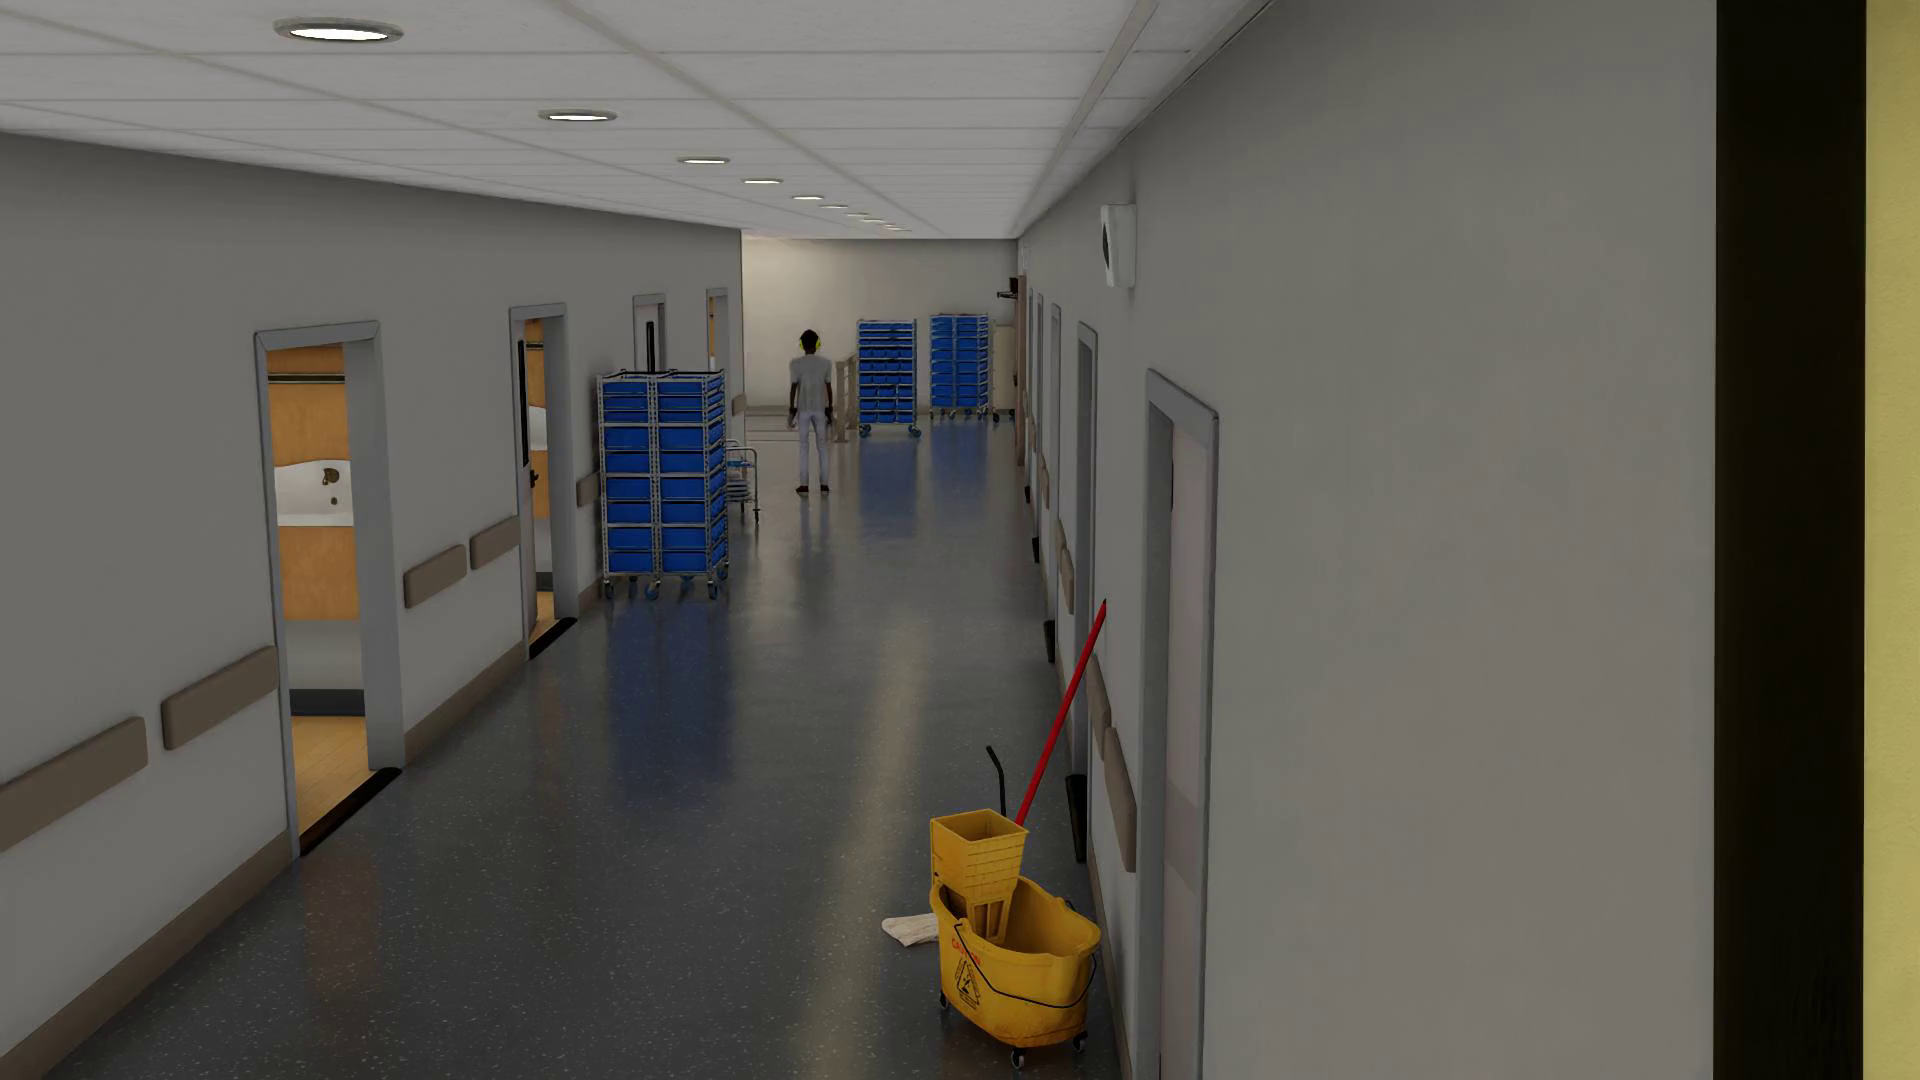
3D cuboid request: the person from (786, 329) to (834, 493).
[{"bbox_3d":[-1.708,-1.438,18.881,0.563,1.882,0.453,-3,10,-17],"label":"person"}]
